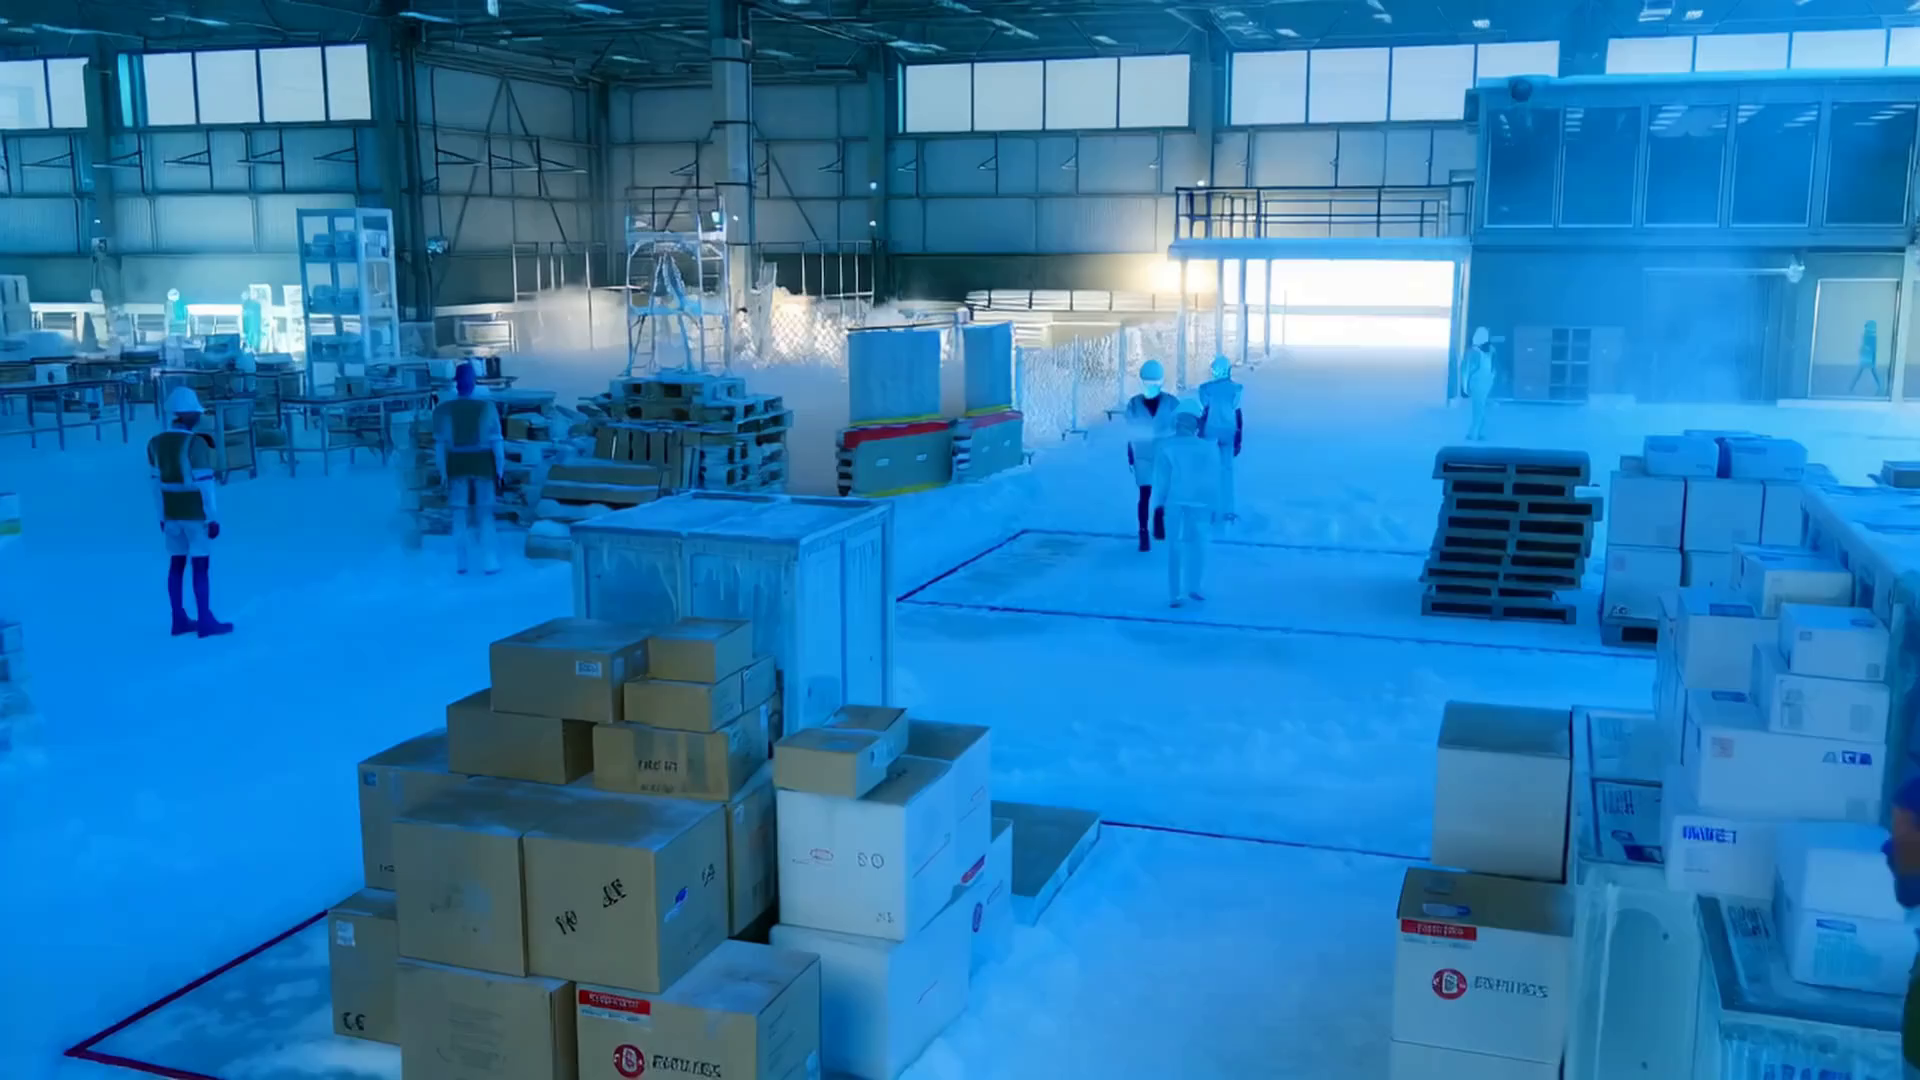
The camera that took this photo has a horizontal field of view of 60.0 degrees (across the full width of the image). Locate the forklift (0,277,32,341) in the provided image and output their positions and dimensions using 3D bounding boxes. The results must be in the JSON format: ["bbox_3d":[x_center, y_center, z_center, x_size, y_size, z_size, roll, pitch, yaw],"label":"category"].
[{"bbox_3d":[-27.151,-6.329,46.328,1.157,1.987,2.680,3,11,17],"label":"forklift"}]

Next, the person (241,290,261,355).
[{"bbox_3d":[-17.951,-5.366,42.039,0.401,1.906,0.651,1,10,5],"label":"person"}]

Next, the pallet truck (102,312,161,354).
[{"bbox_3d":[-23.057,-5.777,46.261,0.680,1.201,1.601,3,11,19],"label":"pallet truck"}]

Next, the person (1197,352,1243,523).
[{"bbox_3d":[2.828,-1.110,18.162,0.514,1.877,0.328,-1,10,-4],"label":"person"}]

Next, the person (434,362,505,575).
[{"bbox_3d":[-4.505,-0.653,15.328,0.611,1.964,0.361,-2,10,-12],"label":"person"}]

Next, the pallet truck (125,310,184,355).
[{"bbox_3d":[-22.038,-5.665,45.457,0.704,1.261,1.522,3,11,17],"label":"pallet truck"}]

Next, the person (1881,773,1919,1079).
[{"bbox_3d":[2.331,1.451,3.703,0.608,1.892,0.606,6,12,32],"label":"person"}]

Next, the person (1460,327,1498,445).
[{"bbox_3d":[7.969,-2.354,25.423,0.518,1.798,0.989,-2,10,-11],"label":"person"}]

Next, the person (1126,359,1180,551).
[{"bbox_3d":[1.948,-0.881,16.793,0.546,1.911,0.833,1,10,5],"label":"person"}]

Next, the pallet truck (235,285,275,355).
[{"bbox_3d":[-18.327,-5.835,44.421,0.823,1.965,1.885,4,11,23],"label":"pallet truck"}]

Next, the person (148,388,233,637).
[{"bbox_3d":[-5.982,-0.211,12.920,0.551,1.936,0.356,3,11,19],"label":"person"}]

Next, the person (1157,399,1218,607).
[{"bbox_3d":[1.919,-0.314,14.030,0.547,1.745,0.528,5,11,24],"label":"person"}]

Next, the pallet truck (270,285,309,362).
[{"bbox_3d":[-17.147,-5.700,43.663,0.823,1.965,1.885,3,11,17],"label":"pallet truck"}]

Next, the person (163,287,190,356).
[{"bbox_3d":[-18.505,-4.943,39.313,0.400,2.034,0.600,8,13,39],"label":"person"}]

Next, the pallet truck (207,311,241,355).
[{"bbox_3d":[-19.537,-5.575,44.913,0.653,1.274,1.630,3,11,19],"label":"pallet truck"}]
